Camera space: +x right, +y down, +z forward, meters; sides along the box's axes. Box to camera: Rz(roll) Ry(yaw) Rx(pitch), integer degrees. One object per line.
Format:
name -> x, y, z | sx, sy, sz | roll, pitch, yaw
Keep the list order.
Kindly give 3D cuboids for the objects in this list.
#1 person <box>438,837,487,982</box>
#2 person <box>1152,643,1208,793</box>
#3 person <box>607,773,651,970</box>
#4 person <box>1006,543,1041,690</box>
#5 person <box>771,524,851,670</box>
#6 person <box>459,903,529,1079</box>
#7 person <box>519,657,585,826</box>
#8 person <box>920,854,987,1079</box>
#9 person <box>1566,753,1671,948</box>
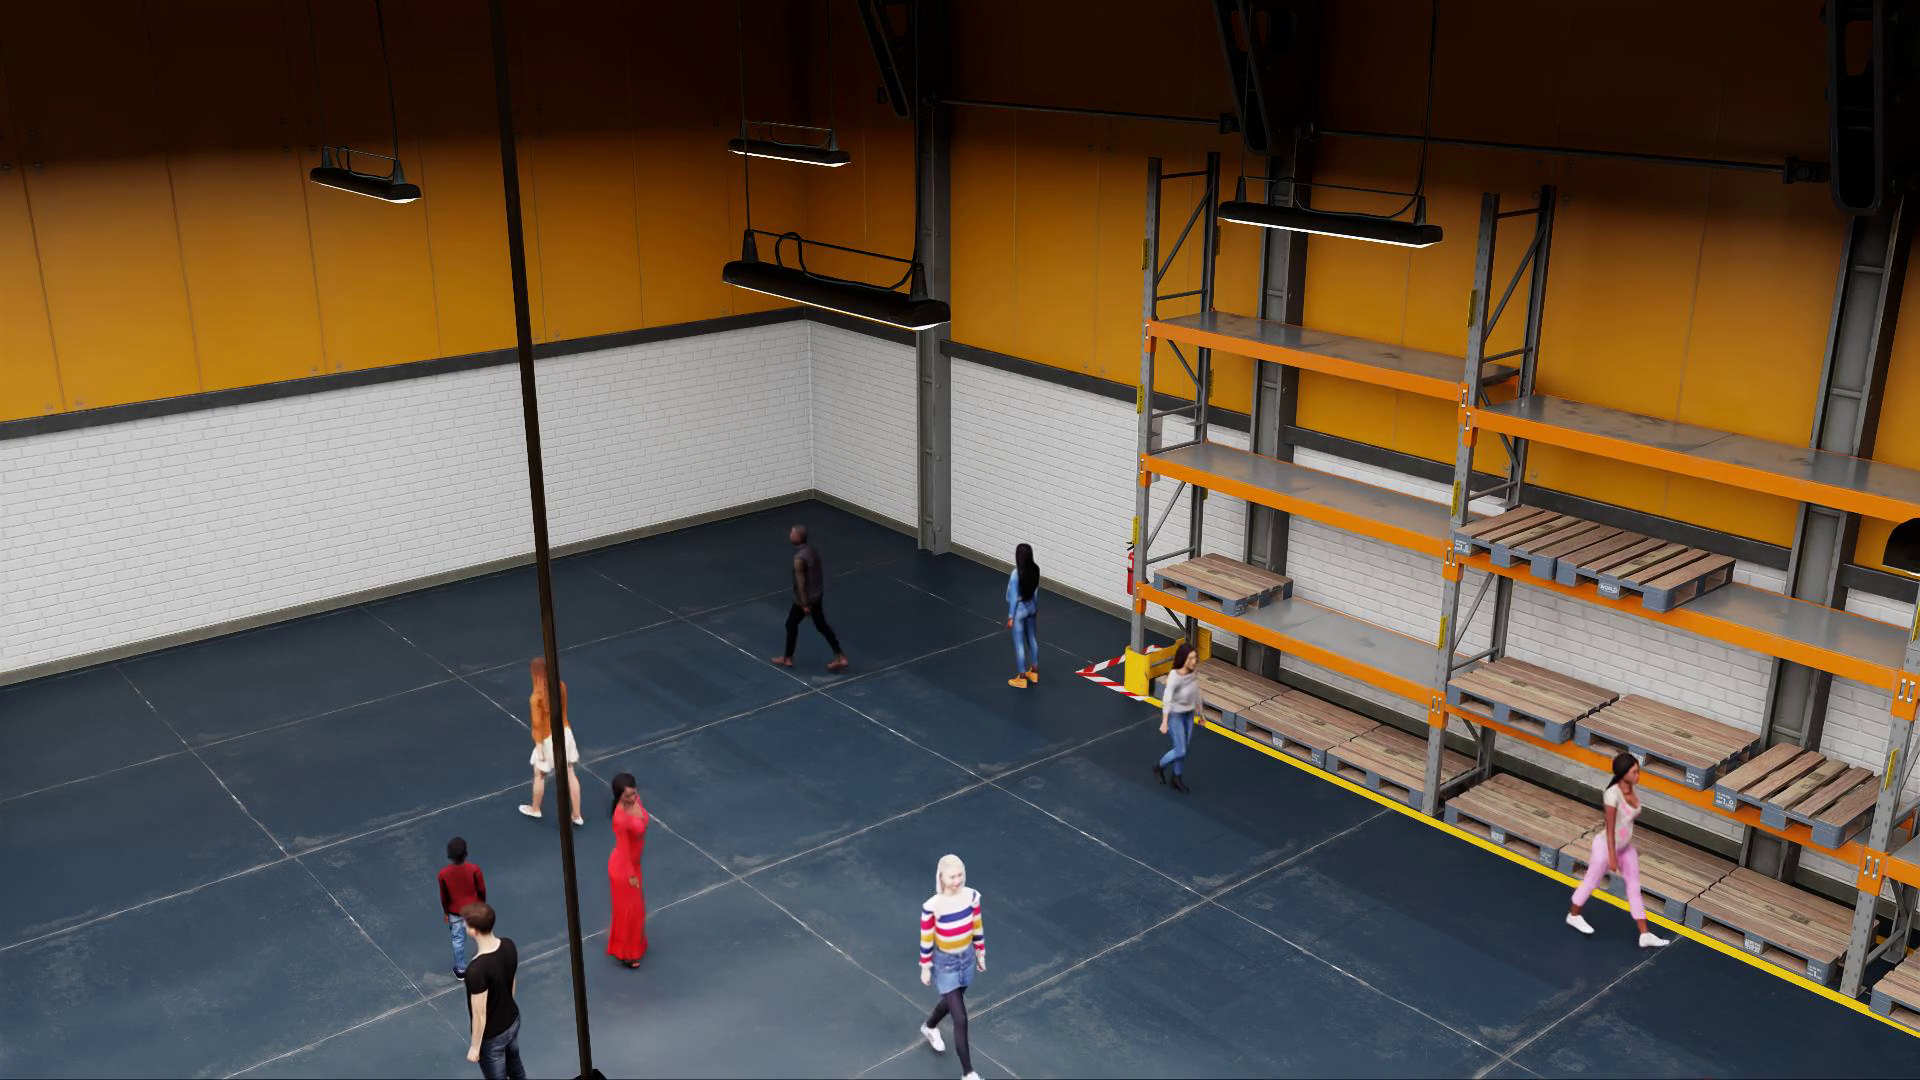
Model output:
person -> -4.012, 2.972, 13.473 | 0.568, 1.256, 0.583 | -6, 19, -16
person -> 2.116, 1.748, 16.540 | 0.693, 1.619, 0.660 | 16, 24, 39
person -> -2.750, 2.652, 13.630 | 0.965, 1.763, 0.884 | -3, 19, -9
person -> 0.734, 0.852, 19.055 | 0.623, 1.711, 0.543 | -17, 25, -42
person -> -1.684, 0.710, 19.357 | 1.300, 1.787, 1.076 | 6, 19, 16
person -> -3.171, 3.334, 11.399 | 0.781, 1.893, 0.766 | 5, 19, 15
person -> -3.798, 1.948, 15.833 | 0.968, 1.691, 0.749 | 15, 24, 37
person -> -0.089, 3.108, 12.266 | 0.712, 1.770, 1.118 | -13, 22, -33
person -> 5.403, 2.569, 13.970 | 0.613, 1.704, 1.075 | -15, 23, -37
